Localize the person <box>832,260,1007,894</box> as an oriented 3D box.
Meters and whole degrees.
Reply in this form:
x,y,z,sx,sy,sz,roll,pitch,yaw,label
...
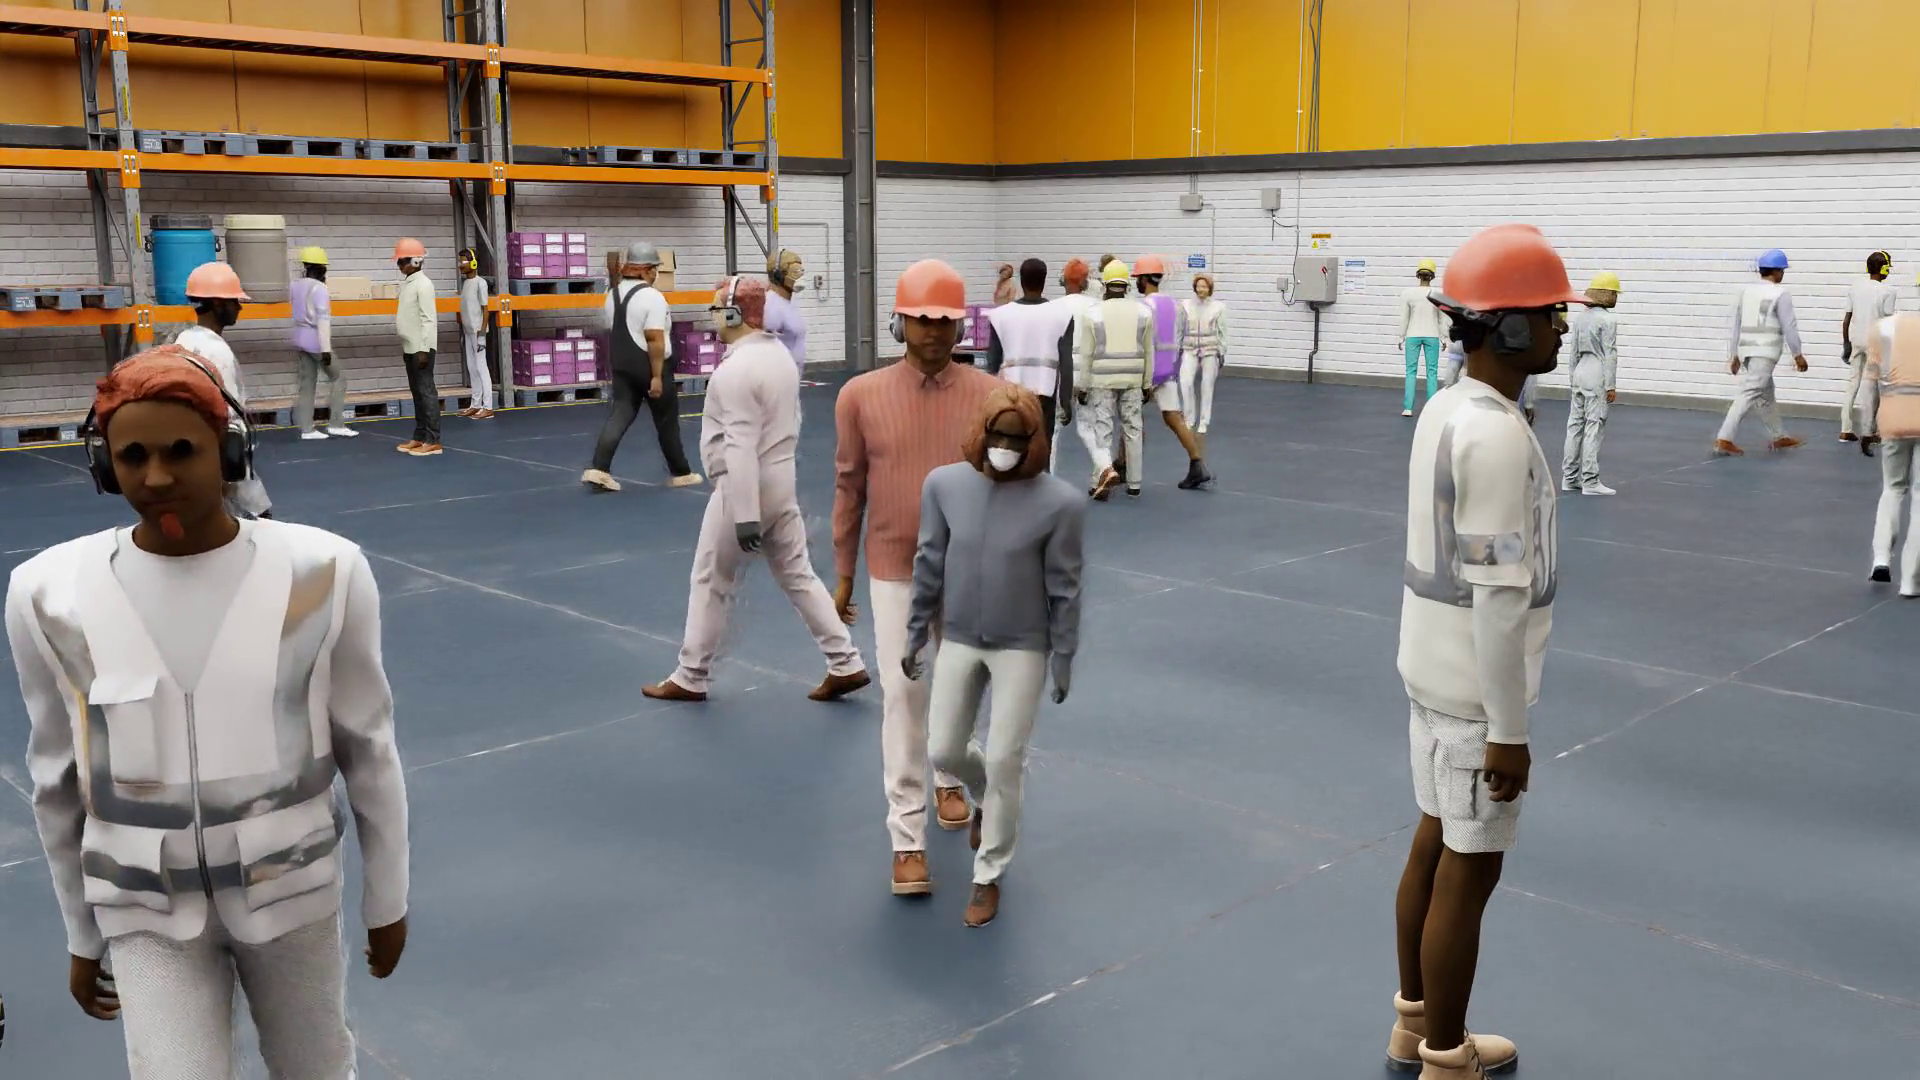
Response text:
x,y,z,sx,sy,sz,roll,pitch,yaw,label
-0.087,0.080,5.382,0.638,1.950,0.931,-1,10,-7,person

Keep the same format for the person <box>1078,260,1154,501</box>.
x,y,z,sx,sy,sz,roll,pitch,yaw,label
1.182,-1.208,12.693,0.588,1.835,0.403,-2,11,-10,person

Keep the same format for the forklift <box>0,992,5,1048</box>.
x,y,z,sx,sy,sz,roll,pitch,yaw,label
-3.245,0.323,3.363,2.313,2.155,1.214,2,11,13,forklift

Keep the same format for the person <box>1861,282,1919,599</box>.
x,y,z,sx,sy,sz,roll,pitch,yaw,label
5.396,-0.629,9.355,0.598,1.900,0.517,10,14,43,person

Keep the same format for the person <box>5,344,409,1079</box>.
x,y,z,sx,sy,sz,roll,pitch,yaw,label
-1.248,0.585,2.861,0.578,1.862,0.813,-3,11,-17,person

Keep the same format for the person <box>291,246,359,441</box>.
x,y,z,sx,sy,sz,roll,pitch,yaw,label
-6.296,-1.941,16.481,0.622,1.903,0.682,8,13,38,person

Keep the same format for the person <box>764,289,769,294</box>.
x,y,z,sx,sy,sz,roll,pitch,yaw,label
-1.429,-1.049,12.392,0.529,1.614,0.454,9,14,41,person

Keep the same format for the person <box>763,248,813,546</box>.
x,y,z,sx,sy,sz,roll,pitch,yaw,label
-1.141,-0.884,10.642,0.374,1.939,0.629,1,10,5,person

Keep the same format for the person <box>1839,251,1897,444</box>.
x,y,z,sx,sy,sz,roll,pitch,yaw,label
8.854,-1.869,16.206,0.313,1.869,0.528,-6,12,-28,person

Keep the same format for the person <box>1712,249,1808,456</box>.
x,y,z,sx,sy,sz,roll,pitch,yaw,label
7.394,-1.713,15.308,1.026,1.898,0.622,-2,11,-9,person

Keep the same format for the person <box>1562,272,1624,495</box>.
x,y,z,sx,sy,sz,roll,pitch,yaw,label
4.992,-1.228,13.067,0.328,1.736,0.492,-3,11,-16,person

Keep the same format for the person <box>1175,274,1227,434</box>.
x,y,z,sx,sy,sz,roll,pitch,yaw,label
2.443,-1.880,16.911,0.547,1.619,0.456,4,11,20,person

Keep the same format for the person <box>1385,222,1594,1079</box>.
x,y,z,sx,sy,sz,roll,pitch,yaw,label
1.188,0.321,3.776,0.370,2.048,0.607,1,10,4,person

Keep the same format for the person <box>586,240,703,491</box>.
x,y,z,sx,sy,sz,roll,pitch,yaw,label
-2.556,-1.403,13.196,0.687,2.000,1.018,9,13,39,person

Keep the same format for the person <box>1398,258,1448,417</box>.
x,y,z,sx,sy,sz,roll,pitch,yaw,label
5.158,-2.246,18.541,0.534,1.767,0.319,3,11,15,person

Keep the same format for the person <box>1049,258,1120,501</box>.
x,y,z,sx,sy,sz,roll,pitch,yaw,label
0.902,-1.210,12.689,0.612,1.861,0.775,-4,11,-19,person

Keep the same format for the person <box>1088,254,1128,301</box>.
x,y,z,sx,sy,sz,roll,pitch,yaw,label
1.837,-2.614,20.514,0.531,1.804,0.983,-1,10,-6,person

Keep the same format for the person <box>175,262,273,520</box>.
x,y,z,sx,sy,sz,roll,pitch,yaw,label
-3.788,-0.444,8.389,0.558,1.899,0.977,10,14,43,person

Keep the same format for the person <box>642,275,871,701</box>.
x,y,z,sx,sy,sz,roll,pitch,yaw,label
-0.862,-0.199,7.152,1.000,1.861,0.650,3,11,17,person

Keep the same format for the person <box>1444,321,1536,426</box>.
x,y,z,sx,sy,sz,roll,pitch,yaw,label
3.508,-0.954,11.097,0.568,1.907,0.726,0,10,1,person

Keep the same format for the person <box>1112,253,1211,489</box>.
x,y,z,sx,sy,sz,roll,pitch,yaw,label
1.594,-1.352,13.359,1.045,1.890,0.549,9,14,41,person

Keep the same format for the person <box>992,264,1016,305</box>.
x,y,z,sx,sy,sz,roll,pitch,yaw,label
0.644,-3.221,24.310,0.327,1.610,0.605,-4,11,-23,person

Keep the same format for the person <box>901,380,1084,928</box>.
x,y,z,sx,sy,sz,roll,pitch,yaw,label
0.116,0.312,4.988,0.558,1.609,0.501,4,11,19,person

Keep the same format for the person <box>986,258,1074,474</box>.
x,y,z,sx,sy,sz,roll,pitch,yaw,label
0.483,-1.017,11.564,0.606,1.877,0.984,0,10,2,person

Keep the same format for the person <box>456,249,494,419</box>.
x,y,z,sx,sy,sz,roll,pitch,yaw,label
-5.398,-2.278,18.432,0.328,1.872,0.512,-9,14,-42,person

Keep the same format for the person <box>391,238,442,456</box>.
x,y,z,sx,sy,sz,roll,pitch,yaw,label
-5.026,-1.784,15.393,0.376,1.996,0.612,-7,13,-34,person
